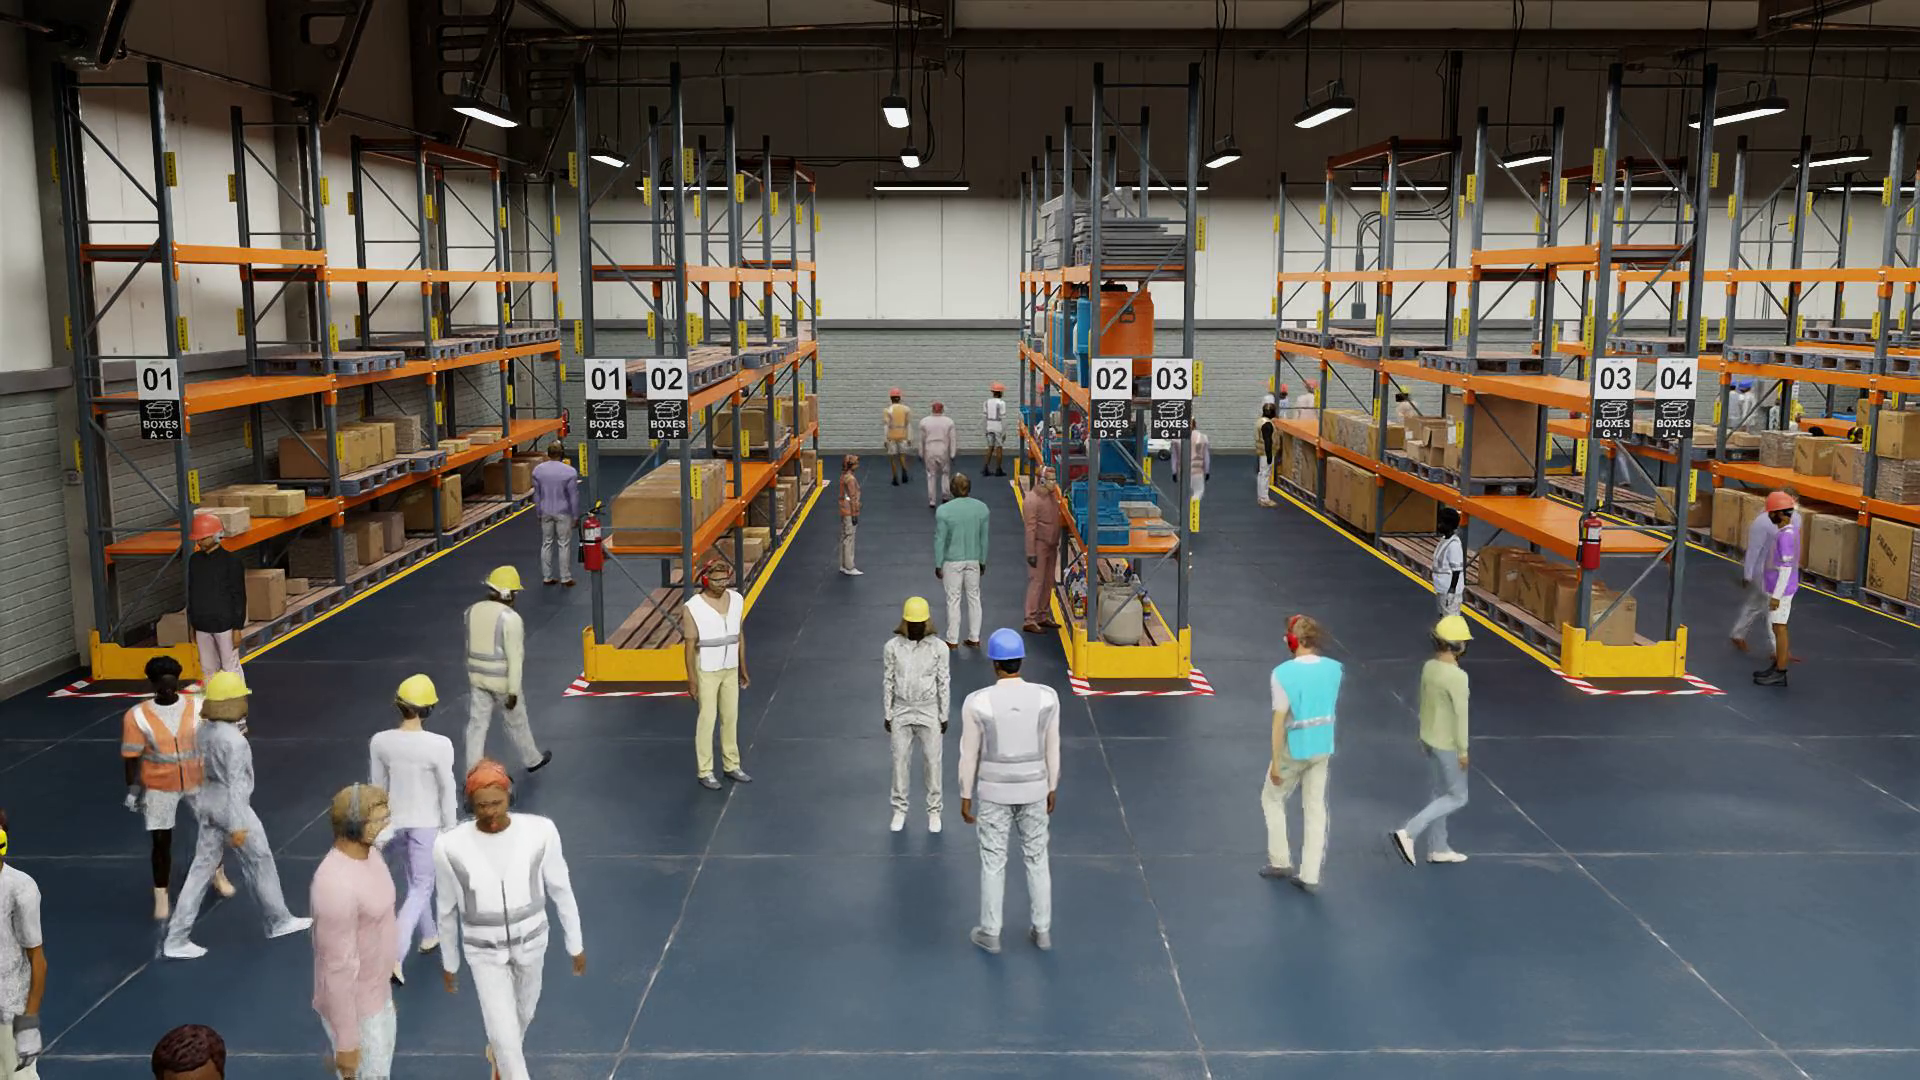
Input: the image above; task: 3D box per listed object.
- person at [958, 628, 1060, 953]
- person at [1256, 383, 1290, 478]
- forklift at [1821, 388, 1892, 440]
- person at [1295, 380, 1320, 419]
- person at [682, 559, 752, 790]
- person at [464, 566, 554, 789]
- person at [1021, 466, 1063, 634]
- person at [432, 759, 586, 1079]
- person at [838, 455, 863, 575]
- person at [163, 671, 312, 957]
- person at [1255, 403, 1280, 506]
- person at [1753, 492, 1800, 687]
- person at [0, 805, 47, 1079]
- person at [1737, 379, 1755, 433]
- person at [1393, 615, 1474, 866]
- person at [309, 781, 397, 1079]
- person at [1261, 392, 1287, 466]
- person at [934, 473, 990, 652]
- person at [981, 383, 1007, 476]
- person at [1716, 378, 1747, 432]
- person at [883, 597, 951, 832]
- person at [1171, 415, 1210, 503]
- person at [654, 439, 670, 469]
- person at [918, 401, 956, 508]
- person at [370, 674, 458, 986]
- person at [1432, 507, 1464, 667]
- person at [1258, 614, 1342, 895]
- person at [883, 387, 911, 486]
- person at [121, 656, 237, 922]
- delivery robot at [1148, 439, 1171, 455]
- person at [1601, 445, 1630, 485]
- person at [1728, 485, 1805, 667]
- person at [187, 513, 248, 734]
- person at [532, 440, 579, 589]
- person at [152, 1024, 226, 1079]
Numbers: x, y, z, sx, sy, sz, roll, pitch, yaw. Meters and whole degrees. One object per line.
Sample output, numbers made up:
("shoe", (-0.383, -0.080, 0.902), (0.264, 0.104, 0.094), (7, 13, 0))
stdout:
("person", (0.291, 1.487, 9.948), (0.622, 1.935, 0.437), (-2, 9, -12))
("person", (6.456, -2.179, 33.467), (1.042, 1.937, 0.649), (3, 9, 17))
("forklift", (20.072, -3.110, 36.462), (1.873, 2.768, 1.129), (0, 9, 0))
("person", (7.368, -2.385, 34.796), (1.024, 1.934, 0.627), (-8, 12, -41))
("person", (-1.931, 1.046, 13.103), (0.404, 1.831, 0.573), (8, 12, 42))
("person", (-3.584, 1.078, 13.058), (0.578, 1.767, 0.940), (4, 10, 25))
("person", (0.955, 0.106, 18.950), (0.401, 1.901, 0.645), (5, 10, 29))
("person", (-2.115, 1.871, 7.780), (0.640, 1.844, 0.966), (-4, 10, -22))
("person", (-1.498, -0.341, 22.632), (0.310, 1.636, 0.522), (-3, 9, -17))
("person", (-4.360, 1.612, 9.876), (0.496, 1.699, 0.885), (7, 11, 37))
("person", (5.474, -1.525, 29.590), (0.429, 1.842, 0.637), (0, 9, 1))
("person", (8.056, 0.483, 16.404), (0.375, 1.927, 0.543), (5, 10, 28))
("person", (-4.023, 1.984, 6.937), (0.510, 1.870, 0.328), (4, 10, 25))
("person", (16.874, -2.506, 35.741), (0.379, 1.911, 0.731), (6, 11, 34))
("person", (3.224, 1.371, 11.241), (0.530, 1.751, 0.540), (-2, 9, -10))
("person", (-2.520, 1.963, 6.943), (0.347, 1.921, 0.686), (-1, 9, -9))
("person", (6.748, -2.487, 35.763), (0.557, 1.849, 1.017), (0, 9, 3))
("person", (0.017, 0.239, 17.950), (0.626, 1.933, 0.372), (-4, 10, -24))
("person", (0.698, -2.234, 33.951), (0.585, 1.921, 0.616), (8, 12, 43))
("person", (16.500, -2.498, 35.602), (0.630, 1.926, 0.431), (4, 10, 25))
("person", (-0.314, 1.260, 12.028), (0.486, 1.738, 0.321), (1, 9, 6))
("person", (3.728, -1.122, 27.042), (0.642, 1.828, 0.618), (3, 9, 20))
("person", (-5.771, -1.984, 32.279), (0.384, 1.923, 0.590), (1, 9, 6))
("person", (-0.410, -1.523, 29.457), (0.666, 1.881, 0.715), (0, 9, 0))
("person", (-3.170, 1.644, 9.573), (0.523, 1.733, 0.845), (2, 9, 13))
("person", (4.968, 0.508, 16.968), (0.317, 1.697, 0.540), (1, 9, 4))
("person", (2.206, 1.382, 10.943), (0.577, 1.814, 0.648), (-4, 10, -25))
("person", (-1.238, -2.011, 32.453), (0.558, 1.922, 0.458), (-4, 10, -22))
("person", (-4.924, 1.526, 10.480), (0.648, 1.680, 0.459), (-6, 11, -33))
("delivery robot", (4.407, -2.107, 37.162), (0.707, 0.478, 0.477), (4, 10, 25))
("person", (12.935, -1.943, 32.705), (0.537, 1.714, 0.948), (-4, 10, -22))
("person", (8.495, 0.336, 17.507), (0.628, 1.891, 0.987), (-5, 10, -28))
("person", (-6.508, 0.744, 14.530), (0.608, 1.989, 0.387), (3, 9, 21))
("person", (-5.244, -0.327, 21.626), (0.623, 1.932, 0.367), (2, 9, 12))
("person", (-2.166, 2.292, 4.790), (0.589, 1.920, 0.399), (-6, 10, -32))
